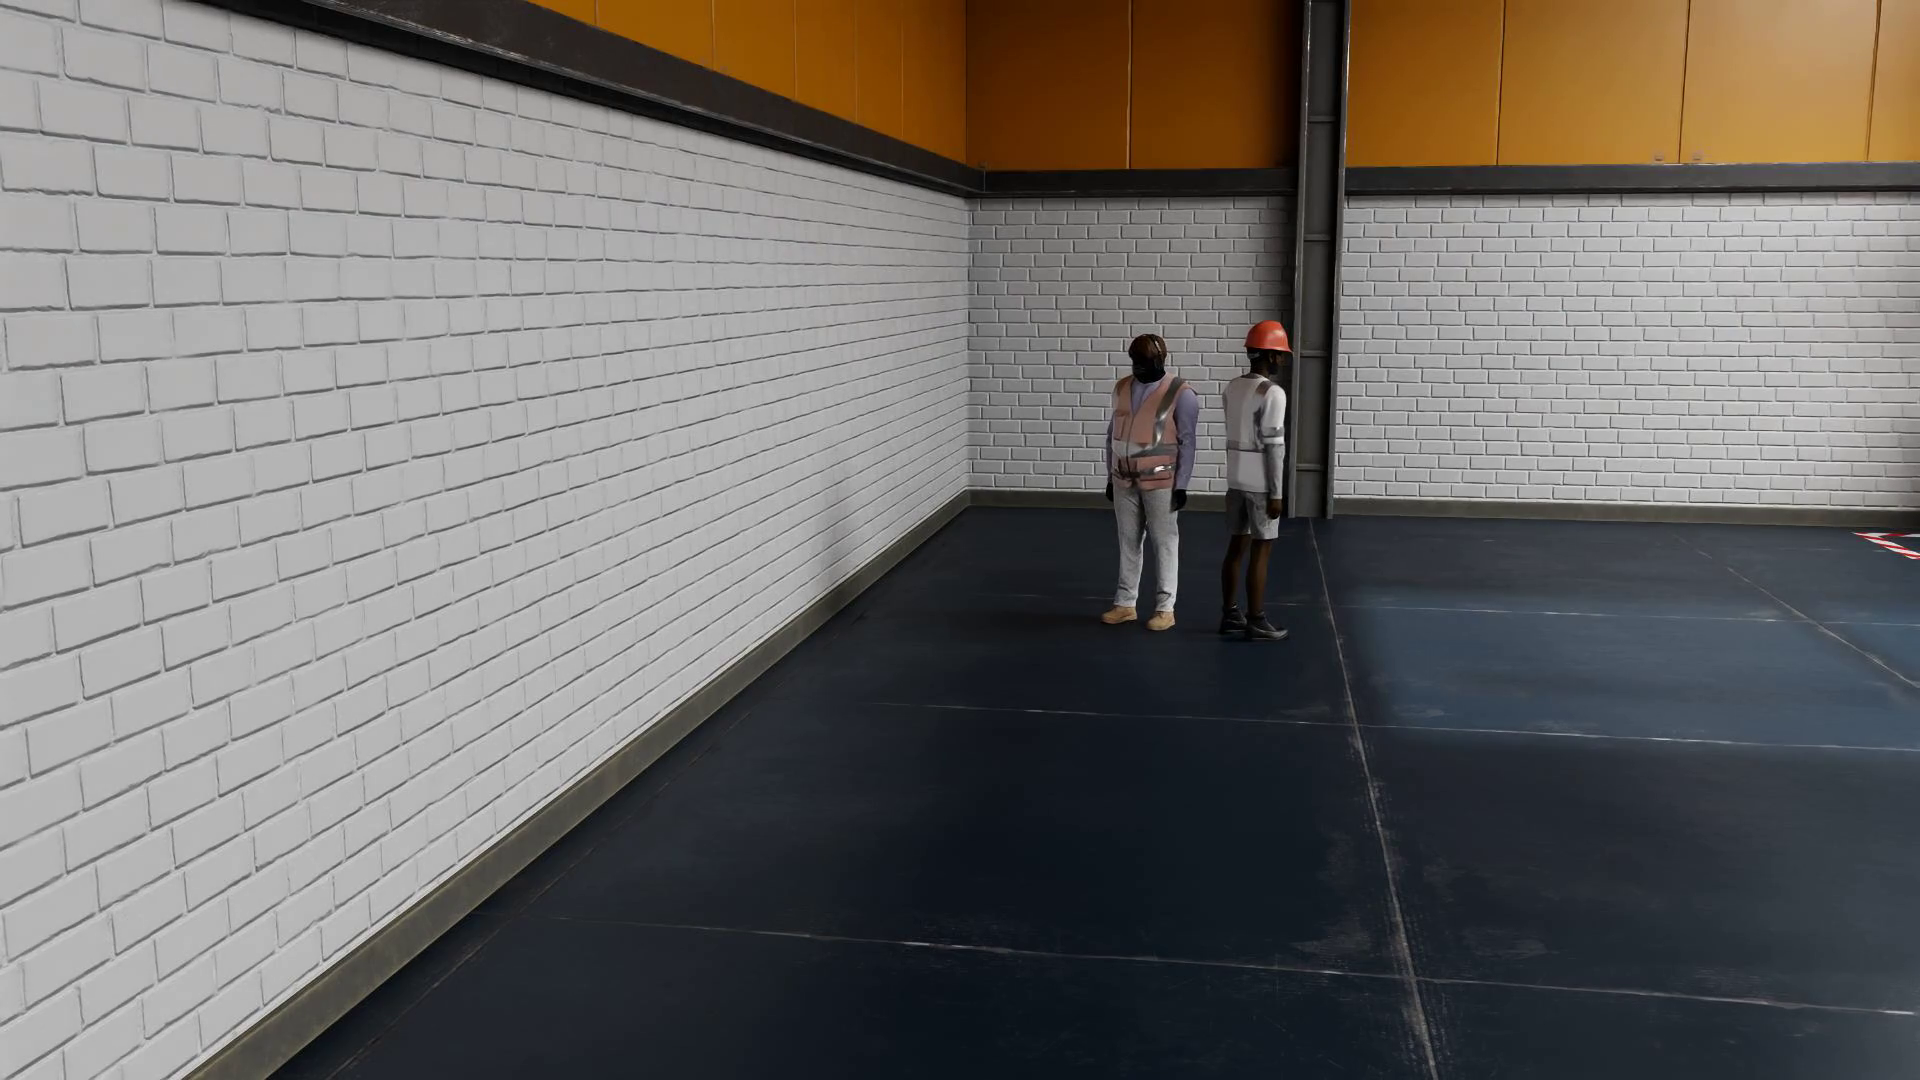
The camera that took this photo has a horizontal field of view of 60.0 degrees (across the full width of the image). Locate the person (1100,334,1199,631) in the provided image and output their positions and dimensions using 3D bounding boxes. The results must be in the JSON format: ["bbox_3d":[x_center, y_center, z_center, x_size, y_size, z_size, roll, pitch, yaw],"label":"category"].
[{"bbox_3d":[1.158,-0.360,10.354,0.621,1.838,0.429,7,12,39],"label":"person"}]

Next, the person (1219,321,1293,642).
[{"bbox_3d":[1.797,-0.348,10.002,0.383,1.929,0.539,-4,10,-24],"label":"person"}]
